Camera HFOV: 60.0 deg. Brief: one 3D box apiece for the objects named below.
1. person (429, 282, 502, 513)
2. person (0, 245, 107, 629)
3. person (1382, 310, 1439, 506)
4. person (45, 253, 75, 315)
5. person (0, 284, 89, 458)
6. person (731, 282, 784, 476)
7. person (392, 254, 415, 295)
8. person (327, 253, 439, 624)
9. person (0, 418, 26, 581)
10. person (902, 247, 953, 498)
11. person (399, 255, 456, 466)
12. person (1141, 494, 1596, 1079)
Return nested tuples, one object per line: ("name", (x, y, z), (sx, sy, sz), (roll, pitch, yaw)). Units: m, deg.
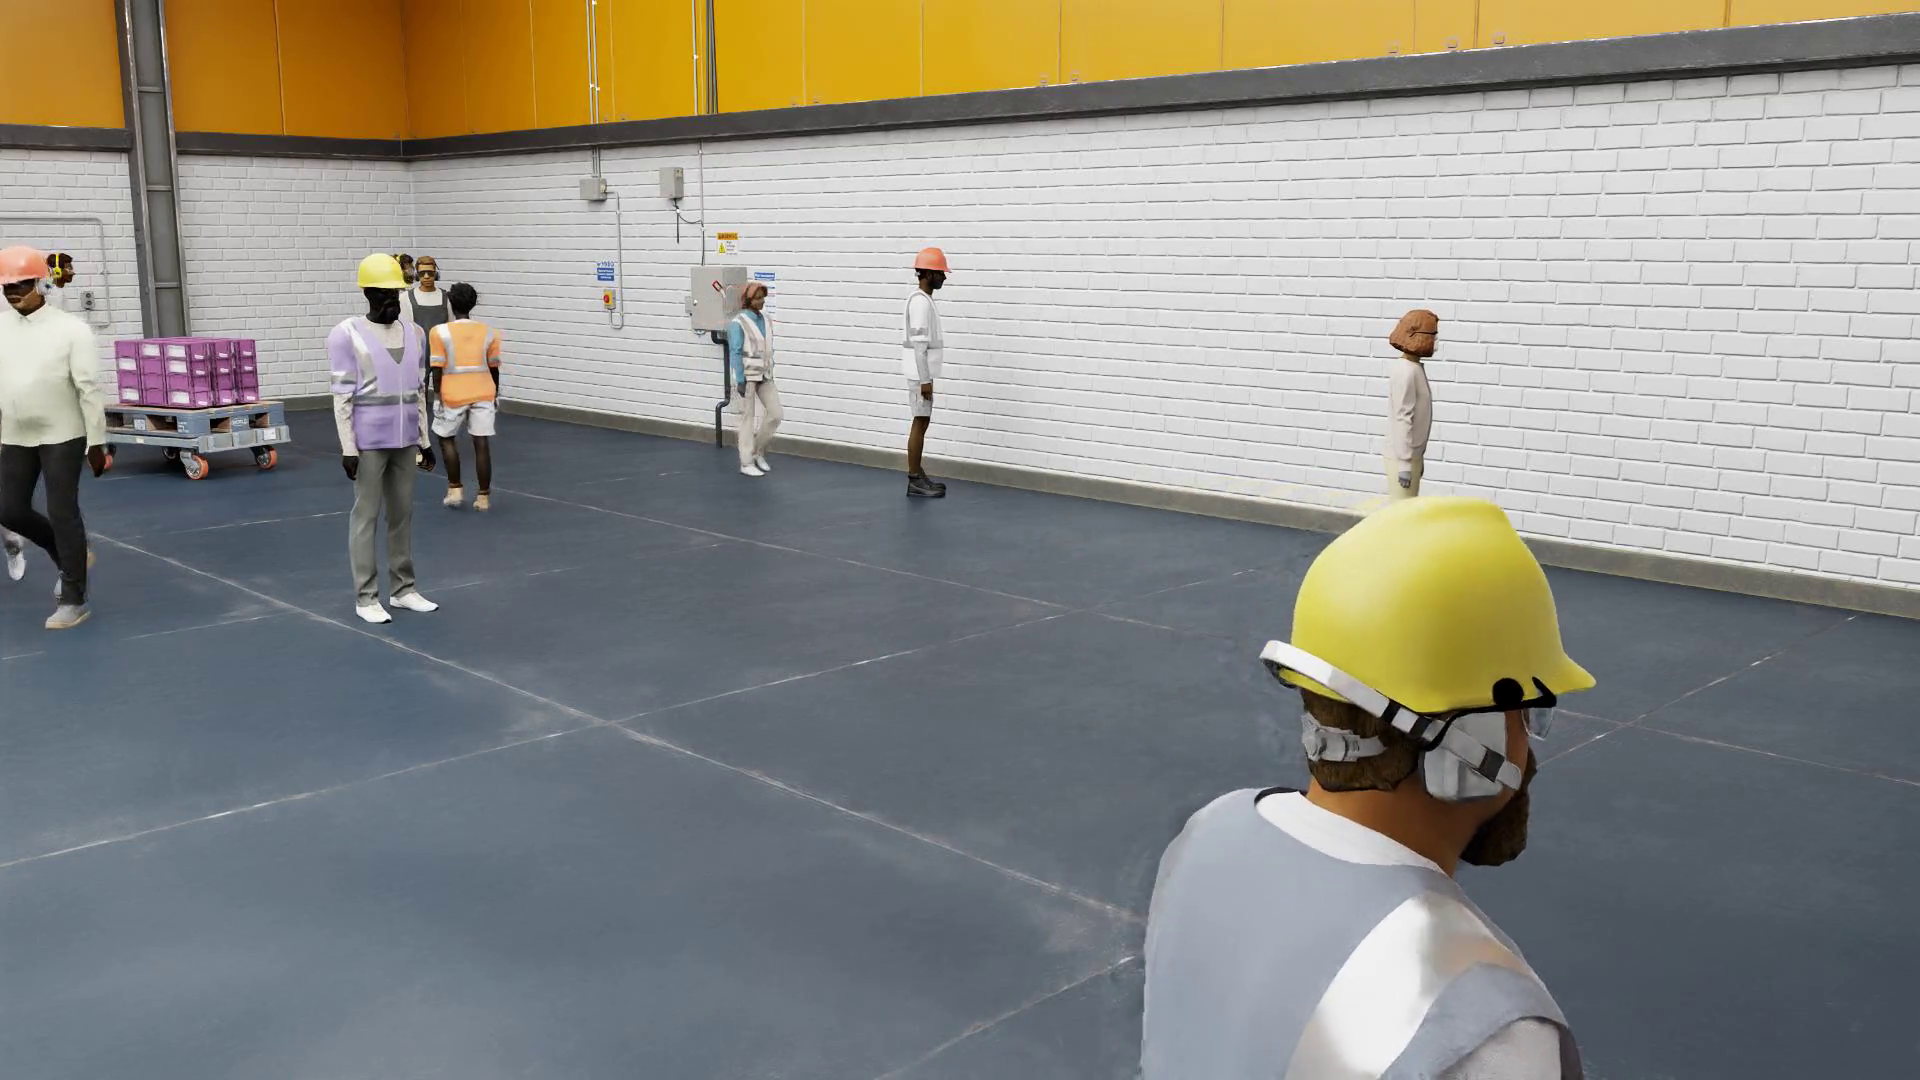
("person", (-3.645, -1.045, 12.225), (0.547, 1.675, 0.572), (-7, 12, -33))
("person", (-4.756, -0.545, 8.699), (0.672, 1.974, 0.553), (1, 10, 5))
("person", (2.427, -0.429, 9.013), (0.266, 1.629, 0.499), (4, 11, 21))
("person", (-8.445, -1.751, 15.612), (0.364, 1.860, 0.514), (-7, 13, -34))
("person", (-8.234, -1.593, 14.721), (0.671, 1.867, 0.825), (3, 11, 18))
("person", (-1.713, -1.340, 13.963), (0.375, 1.625, 0.546), (7, 12, 32))
("person", (-5.164, -1.698, 15.349), (0.407, 1.848, 0.505), (-1, 10, -3))
("person", (-3.022, -0.538, 8.785), (0.384, 1.928, 0.589), (7, 12, 32))
("person", (-5.498, -0.478, 9.261), (0.548, 1.623, 0.445), (-3, 11, -14))
("person", (-0.249, -1.293, 12.907), (0.388, 1.929, 0.546), (0, 10, 2))
("person", (-4.668, -1.578, 14.680), (0.519, 1.844, 0.330), (-5, 12, -28))
("person", (0.436, 0.843, 1.639), (0.929, 1.779, 0.617), (-4, 11, -19))
